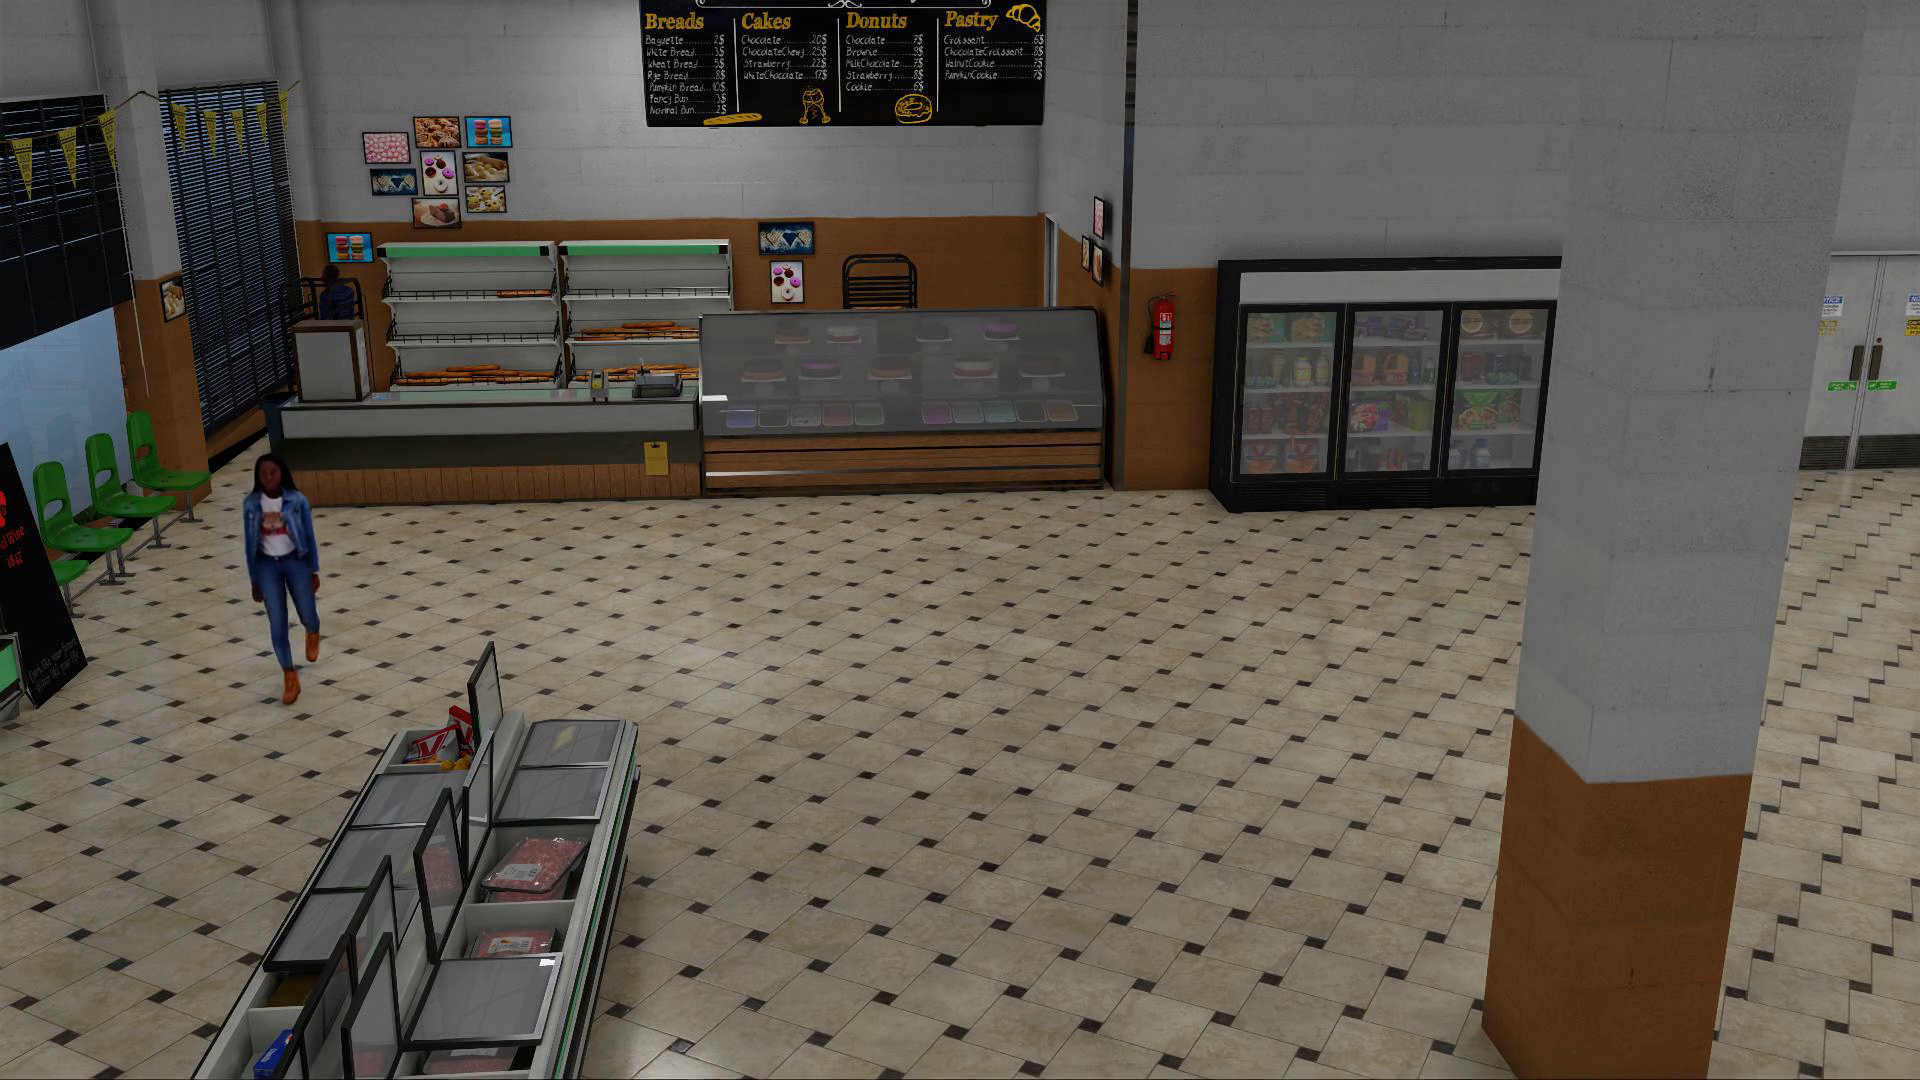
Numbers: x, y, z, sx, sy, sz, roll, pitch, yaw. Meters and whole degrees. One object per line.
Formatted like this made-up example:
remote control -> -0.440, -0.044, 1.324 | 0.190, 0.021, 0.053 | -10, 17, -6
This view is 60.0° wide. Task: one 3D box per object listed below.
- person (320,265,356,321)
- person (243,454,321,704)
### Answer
person -> -7.378, -2.365, 19.751 | 0.825, 1.824, 0.709 | 7, 18, 20
person -> -4.632, 0.226, 11.437 | 0.671, 1.695, 0.950 | -3, 17, -10
